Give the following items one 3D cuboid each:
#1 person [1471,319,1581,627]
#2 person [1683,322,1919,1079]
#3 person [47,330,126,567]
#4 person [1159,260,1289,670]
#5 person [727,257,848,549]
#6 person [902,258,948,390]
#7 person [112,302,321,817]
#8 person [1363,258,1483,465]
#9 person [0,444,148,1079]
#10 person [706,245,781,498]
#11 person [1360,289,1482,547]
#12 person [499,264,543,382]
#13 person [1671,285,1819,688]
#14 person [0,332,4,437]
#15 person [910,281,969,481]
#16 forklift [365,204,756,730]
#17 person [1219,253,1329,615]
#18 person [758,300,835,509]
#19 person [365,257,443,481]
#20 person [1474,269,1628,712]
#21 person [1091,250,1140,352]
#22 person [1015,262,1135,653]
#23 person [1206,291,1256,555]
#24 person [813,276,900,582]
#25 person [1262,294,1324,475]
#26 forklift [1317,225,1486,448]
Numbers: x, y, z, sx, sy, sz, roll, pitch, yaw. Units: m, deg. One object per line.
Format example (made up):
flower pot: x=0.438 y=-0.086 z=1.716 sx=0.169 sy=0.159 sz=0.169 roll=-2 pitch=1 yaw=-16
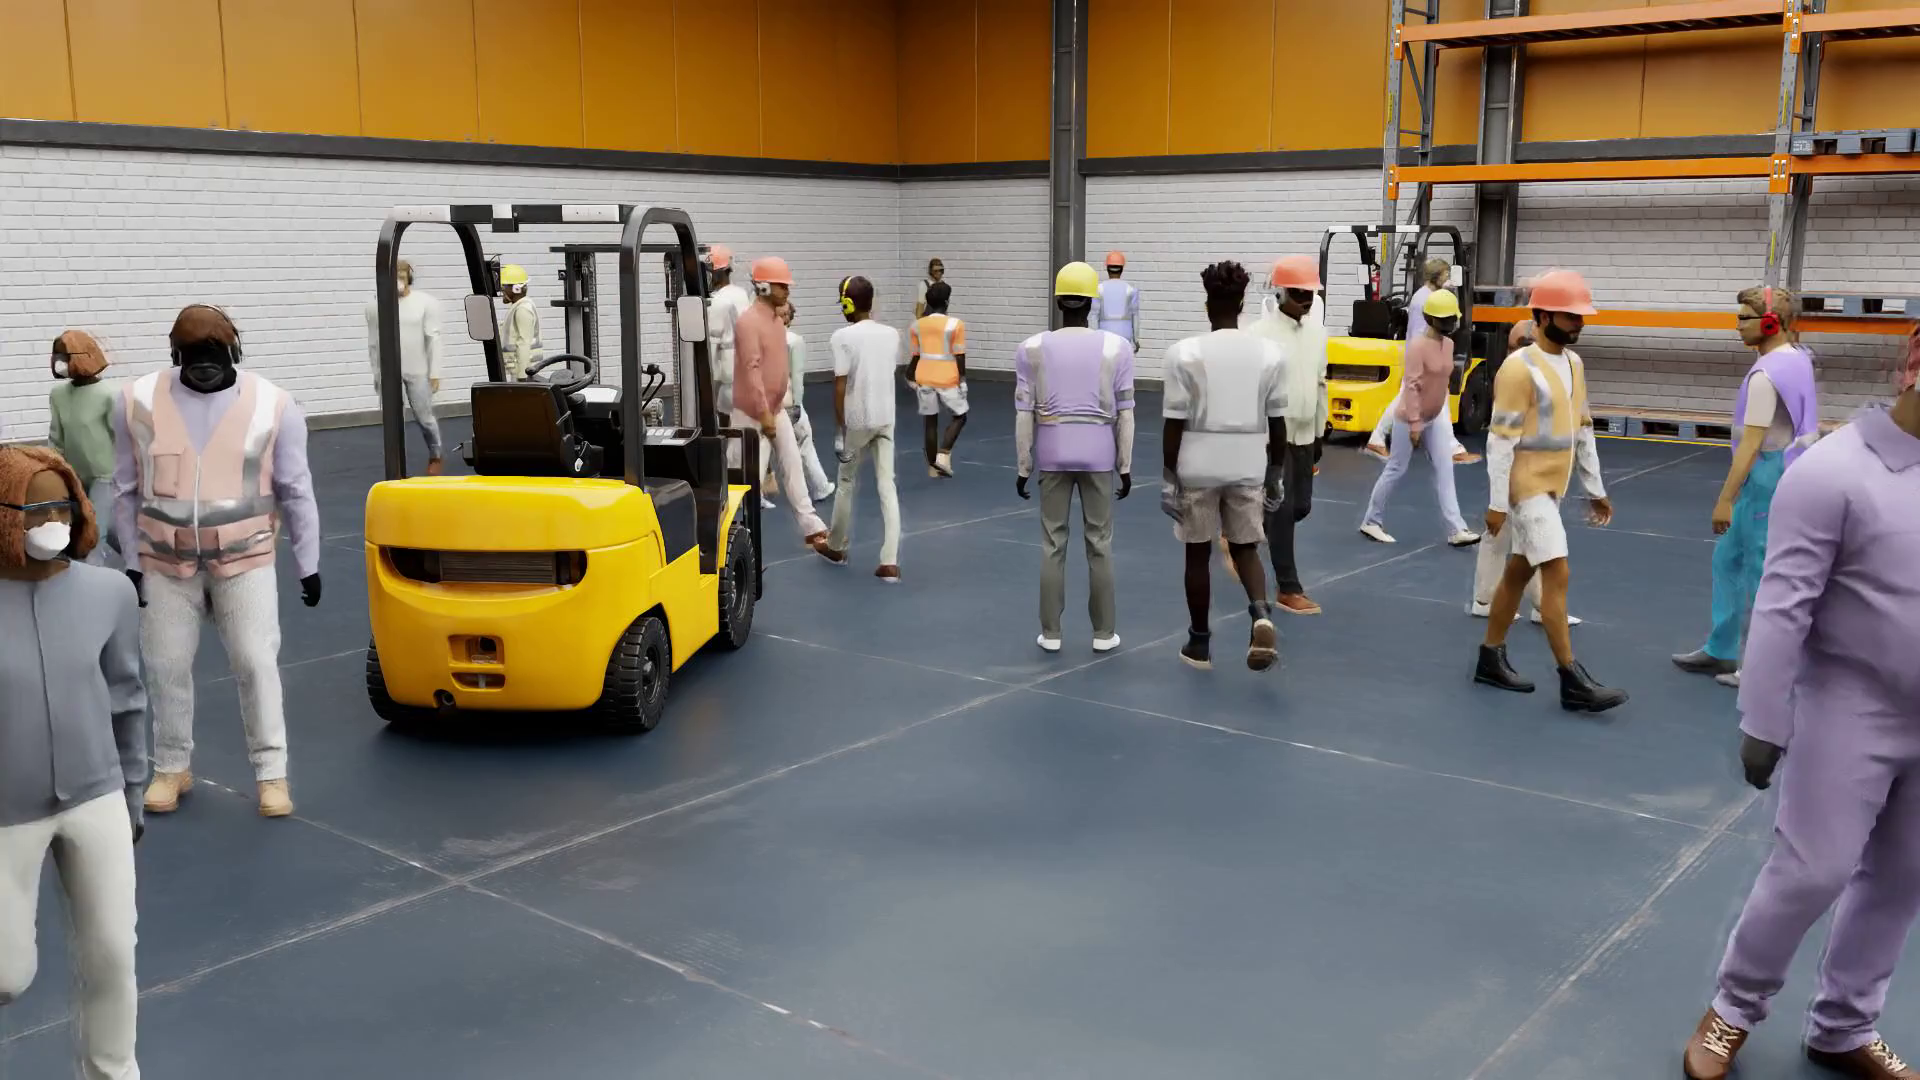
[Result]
person: x=3.049 y=-0.345 z=8.756 sx=0.674 sy=1.614 sz=0.540 roll=4 pitch=11 yaw=21
person: x=2.148 y=0.404 z=3.922 sx=0.719 sy=1.885 sz=0.497 roll=-3 pitch=11 yaw=-15
person: x=-4.451 y=-0.302 z=8.629 sx=0.514 sy=1.588 sz=0.859 roll=5 pitch=11 yaw=25
person: x=1.236 y=-0.318 z=7.739 sx=0.608 sy=1.948 sz=0.662 roll=-2 pitch=10 yaw=-9
person: x=-1.309 y=-0.885 z=10.928 sx=1.087 sy=1.929 sz=0.640 roll=4 pitch=11 yaw=21
person: x=-0.407 y=-2.886 z=22.399 sx=0.564 sy=1.799 sz=0.946 roll=-7 pitch=13 yaw=-35
person: x=-2.628 y=0.077 z=5.884 sx=0.703 sy=1.823 sz=0.491 roll=-3 pitch=11 yaw=-15
person: x=4.227 y=-1.630 z=15.206 sx=1.063 sy=1.880 sz=0.632 roll=3 pitch=11 yaw=17
person: x=-2.033 y=0.581 z=3.641 sx=0.619 sy=1.612 sz=0.501 roll=8 pitch=13 yaw=38
person: x=-1.875 y=-1.306 z=13.081 sx=0.984 sy=1.983 sz=0.660 roll=2 pitch=10 yaw=12
person: x=3.069 y=-0.789 z=10.973 sx=0.551 sy=1.713 sz=0.926 roll=-8 pitch=13 yaw=-39
person: x=-3.901 y=-1.523 z=14.752 sx=0.403 sy=1.825 sz=0.598 roll=-3 pitch=11 yaw=-15
person: x=3.518 y=-0.228 z=7.529 sx=0.661 sy=1.826 sz=0.604 roll=7 pitch=12 yaw=34
person: x=-5.266 y=-0.539 z=8.837 sx=0.478 sy=1.993 sz=0.686 roll=-1 pitch=10 yaw=-4
person: x=-0.171 y=-1.335 z=14.059 sx=0.554 sy=1.685 sz=0.362 roll=5 pitch=12 yaw=28
forklift: x=-1.766 y=-0.406 z=7.525 sx=1.214 sy=2.155 sz=2.313 roll=1 pitch=10 yaw=7
person: x=1.729 y=-0.596 z=9.208 sx=0.632 sy=1.970 sz=0.733 roll=-7 pitch=12 yaw=-33
person: x=-1.353 y=-1.042 z=12.717 sx=0.512 sy=1.586 sz=0.845 roll=6 pitch=12 yaw=32
person: x=-4.608 y=-1.407 z=13.912 sx=0.628 sy=1.910 sz=0.898 roll=-1 pitch=10 yaw=-4
person: x=2.653 y=-0.210 z=7.260 sx=0.892 sy=1.903 sz=0.546 roll=10 pitch=14 yaw=44
person: x=1.741 y=-2.278 z=18.649 sx=0.554 sy=1.920 sz=0.426 roll=1 pitch=10 yaw=7
person: x=0.564 y=-0.395 z=8.198 sx=0.585 sy=1.928 sz=0.379 roll=1 pitch=10 yaw=7
person: x=1.797 y=-0.802 z=10.785 sx=0.563 sy=1.825 sz=0.654 roll=-6 pitch=12 yaw=-31
person: x=-0.611 y=-0.690 z=10.148 sx=0.511 sy=1.809 sz=0.960 roll=-6 pitch=12 yaw=-29
person: x=2.879 y=-1.489 z=14.381 sx=0.572 sy=1.886 sz=0.354 roll=6 pitch=12 yaw=32
forklift: x=4.449 y=-2.115 z=16.993 sx=1.214 sy=2.155 sz=2.313 roll=8 pitch=13 yaw=38
